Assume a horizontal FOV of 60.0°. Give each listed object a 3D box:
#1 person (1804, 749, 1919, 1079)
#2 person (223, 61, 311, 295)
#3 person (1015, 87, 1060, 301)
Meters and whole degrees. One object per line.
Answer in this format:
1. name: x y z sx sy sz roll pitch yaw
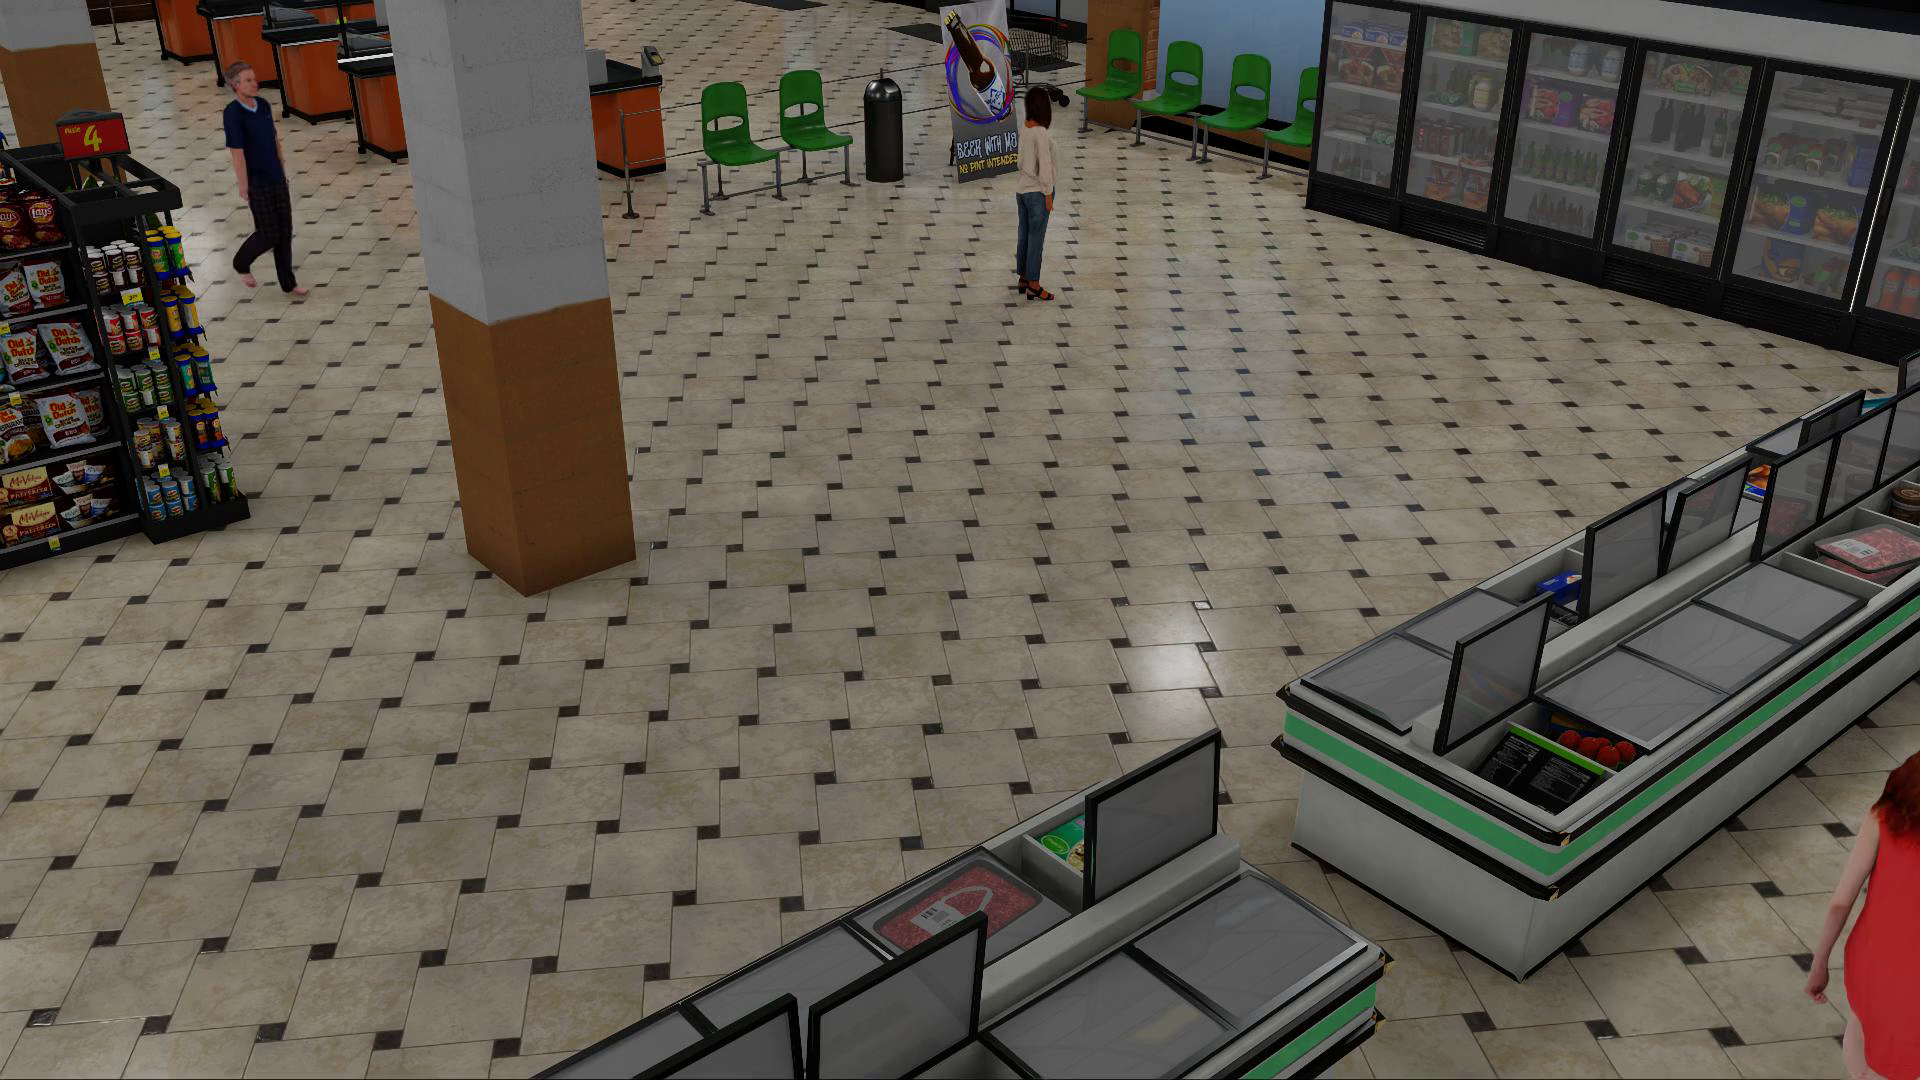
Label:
1. person: 2.736 1.400 4.931 1.147 1.775 0.643 -18 32 -32
2. person: -5.614 -2.852 13.223 0.938 1.858 0.903 9 28 17
3. person: 0.589 -2.757 13.230 0.661 1.682 0.684 -9 28 -17
